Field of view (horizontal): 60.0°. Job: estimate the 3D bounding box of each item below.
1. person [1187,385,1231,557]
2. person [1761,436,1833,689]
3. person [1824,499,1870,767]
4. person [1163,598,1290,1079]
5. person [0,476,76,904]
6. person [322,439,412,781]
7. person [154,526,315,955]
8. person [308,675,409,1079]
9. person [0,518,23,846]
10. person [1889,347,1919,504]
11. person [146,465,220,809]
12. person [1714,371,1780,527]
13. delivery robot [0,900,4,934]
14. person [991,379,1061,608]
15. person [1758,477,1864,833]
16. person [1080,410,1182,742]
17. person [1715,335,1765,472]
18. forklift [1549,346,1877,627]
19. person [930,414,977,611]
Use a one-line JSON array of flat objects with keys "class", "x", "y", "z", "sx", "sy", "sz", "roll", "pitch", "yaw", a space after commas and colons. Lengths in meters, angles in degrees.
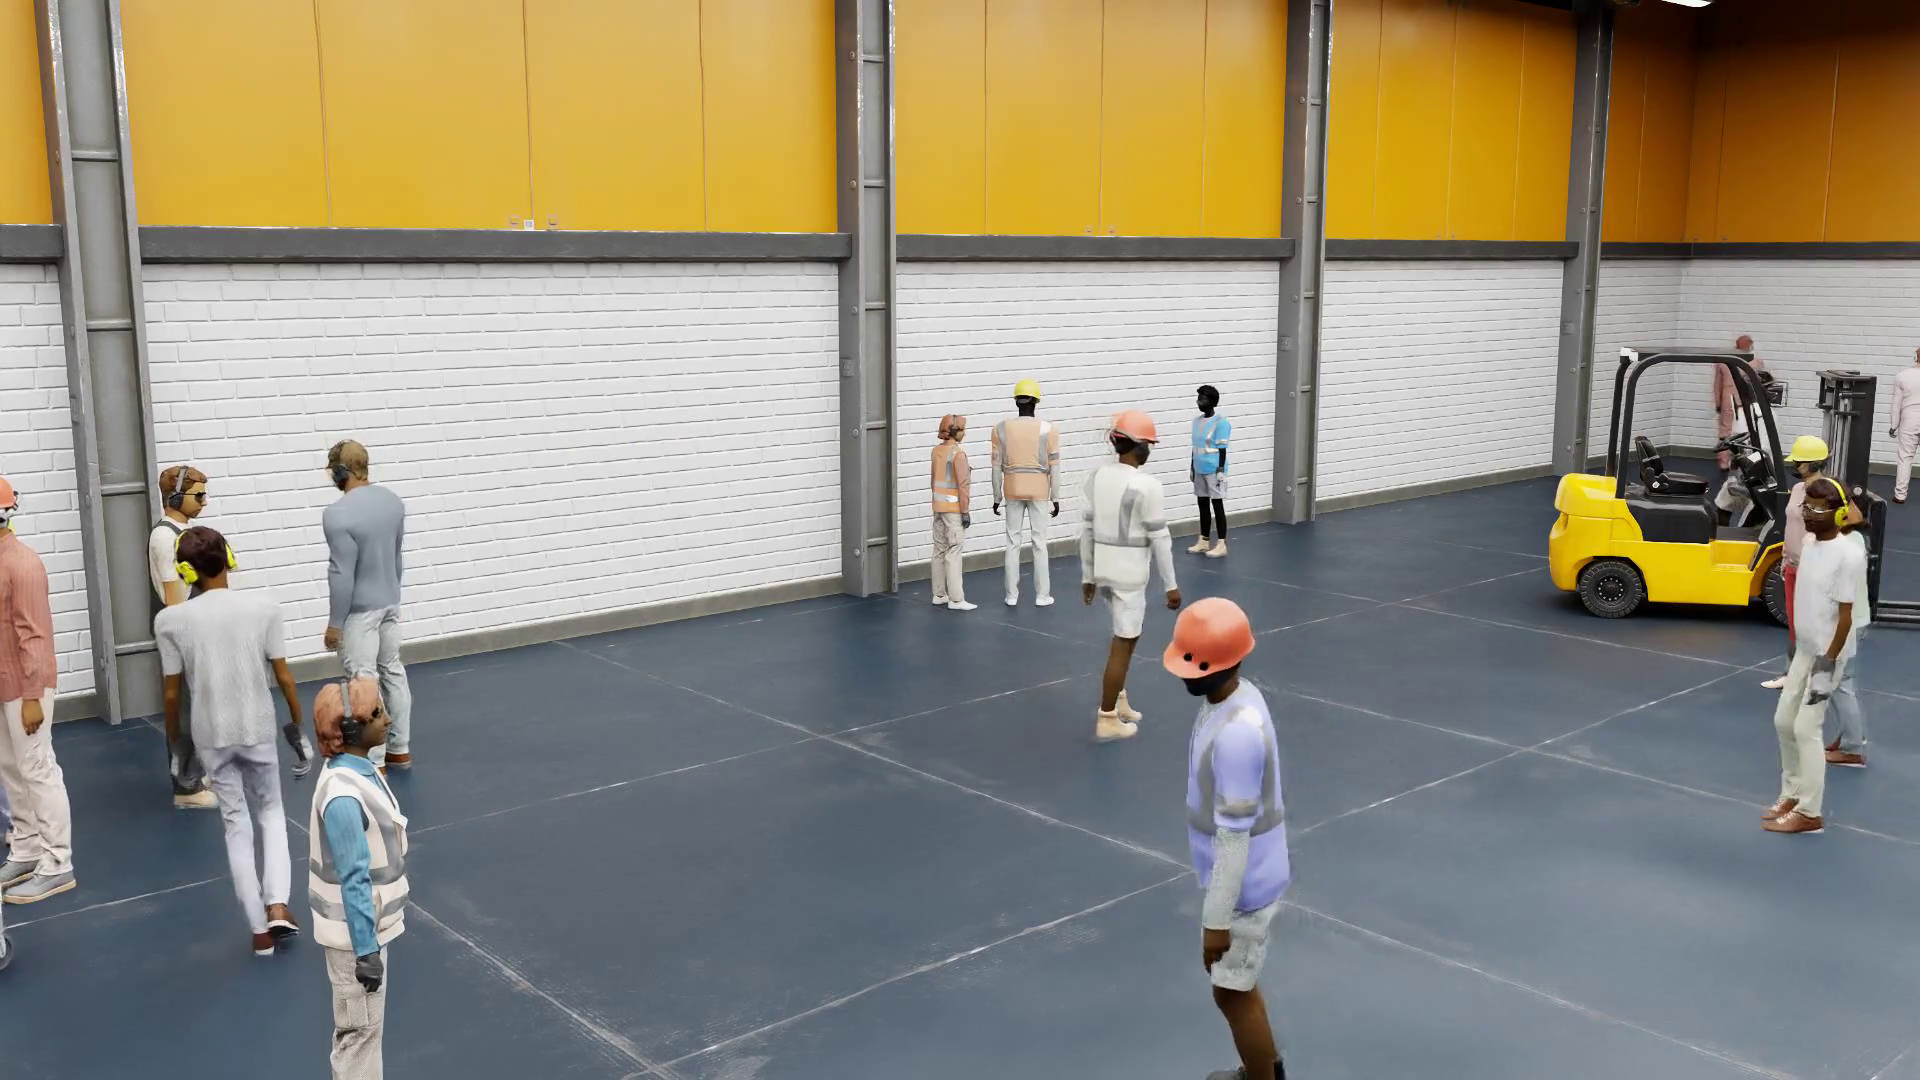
[{"class": "person", "x": 2.448, "y": -0.682, "z": 16.367, "sx": 0.320, "sy": 1.690, "sz": 0.535, "roll": -5, "pitch": 11, "yaw": -29}, {"class": "person", "x": 5.605, "y": 0.186, "z": 11.061, "sx": 0.324, "sy": 1.765, "sz": 0.533, "roll": 0, "pitch": 10, "yaw": 0}, {"class": "person", "x": 5.092, "y": 0.508, "z": 9.606, "sx": 0.401, "sy": 1.605, "sz": 0.522, "roll": 9, "pitch": 13, "yaw": 41}, {"class": "person", "x": 0.876, "y": 1.089, "z": 5.404, "sx": 0.499, "sy": 1.889, "sz": 0.602, "roll": 1, "pitch": 10, "yaw": 4}, {"class": "person", "x": -4.366, "y": 0.663, "z": 7.625, "sx": 0.615, "sy": 1.986, "sz": 0.407, "roll": 8, "pitch": 12, "yaw": 38}, {"class": "person", "x": -3.335, "y": 0.398, "z": 9.326, "sx": 0.363, "sy": 1.936, "sz": 0.648, "roll": 3, "pitch": 10, "yaw": 15}, {"class": "person", "x": -3.033, "y": 0.841, "z": 7.006, "sx": 0.582, "sy": 1.834, "sz": 0.395, "roll": -4, "pitch": 11, "yaw": -23}, {"class": "person", "x": -1.889, "y": 1.237, "z": 5.260, "sx": 0.309, "sy": 1.645, "sz": 0.514, "roll": -3, "pitch": 10, "yaw": -19}, {"class": "person", "x": -4.765, "y": 0.700, "z": 8.136, "sx": 0.521, "sy": 1.741, "sz": 0.548, "roll": 0, "pitch": 10, "yaw": -2}, {"class": "person", "x": 11.389, "y": -1.365, "z": 19.731, "sx": 0.638, "sy": 1.906, "sz": 0.407, "roll": 5, "pitch": 11, "yaw": 27}, {"class": "person", "x": -4.141, "y": 0.515, "z": 8.911, "sx": 0.344, "sy": 1.841, "sz": 0.504, "roll": -4, "pitch": 10, "yaw": -20}, {"class": "person", "x": 7.123, "y": -0.581, "z": 15.133, "sx": 0.696, "sy": 1.909, "sz": 0.703, "roll": -4, "pitch": 11, "yaw": -23}, {"class": "delivery robot", "x": -4.250, "y": 1.471, "z": 6.795, "sx": 0.707, "sy": 0.478, "sz": 0.477, "roll": 6, "pitch": 12, "yaw": 32}, {"class": "person", "x": 0.554, "y": -0.385, "z": 13.954, "sx": 0.585, "sy": 1.917, "sz": 0.381, "roll": 2, "pitch": 10, "yaw": 9}, {"class": "person", "x": 4.316, "y": 0.599, "z": 8.434, "sx": 0.387, "sy": 1.845, "sz": 0.542, "roll": 0, "pitch": 10, "yaw": 0}, {"class": "person", "x": 1.052, "y": 0.219, "z": 10.121, "sx": 0.638, "sy": 2.016, "sz": 0.611, "roll": -6, "pitch": 11, "yaw": -31}, {"class": "person", "x": 10.712, "y": -1.871, "z": 22.808, "sx": 0.673, "sy": 1.855, "sz": 0.960, "roll": 9, "pitch": 13, "yaw": 41}, {"class": "forklift", "x": 6.109, "y": -0.478, "z": 13.691, "sx": 2.313, "sy": 2.155, "sz": 1.214, "roll": 3, "pitch": 10, "yaw": 16}, {"class": "person", "x": -0.076, "y": -0.233, "z": 13.881, "sx": 0.312, "sy": 1.638, "sz": 0.512, "roll": -6, "pitch": 11, "yaw": -30}]
